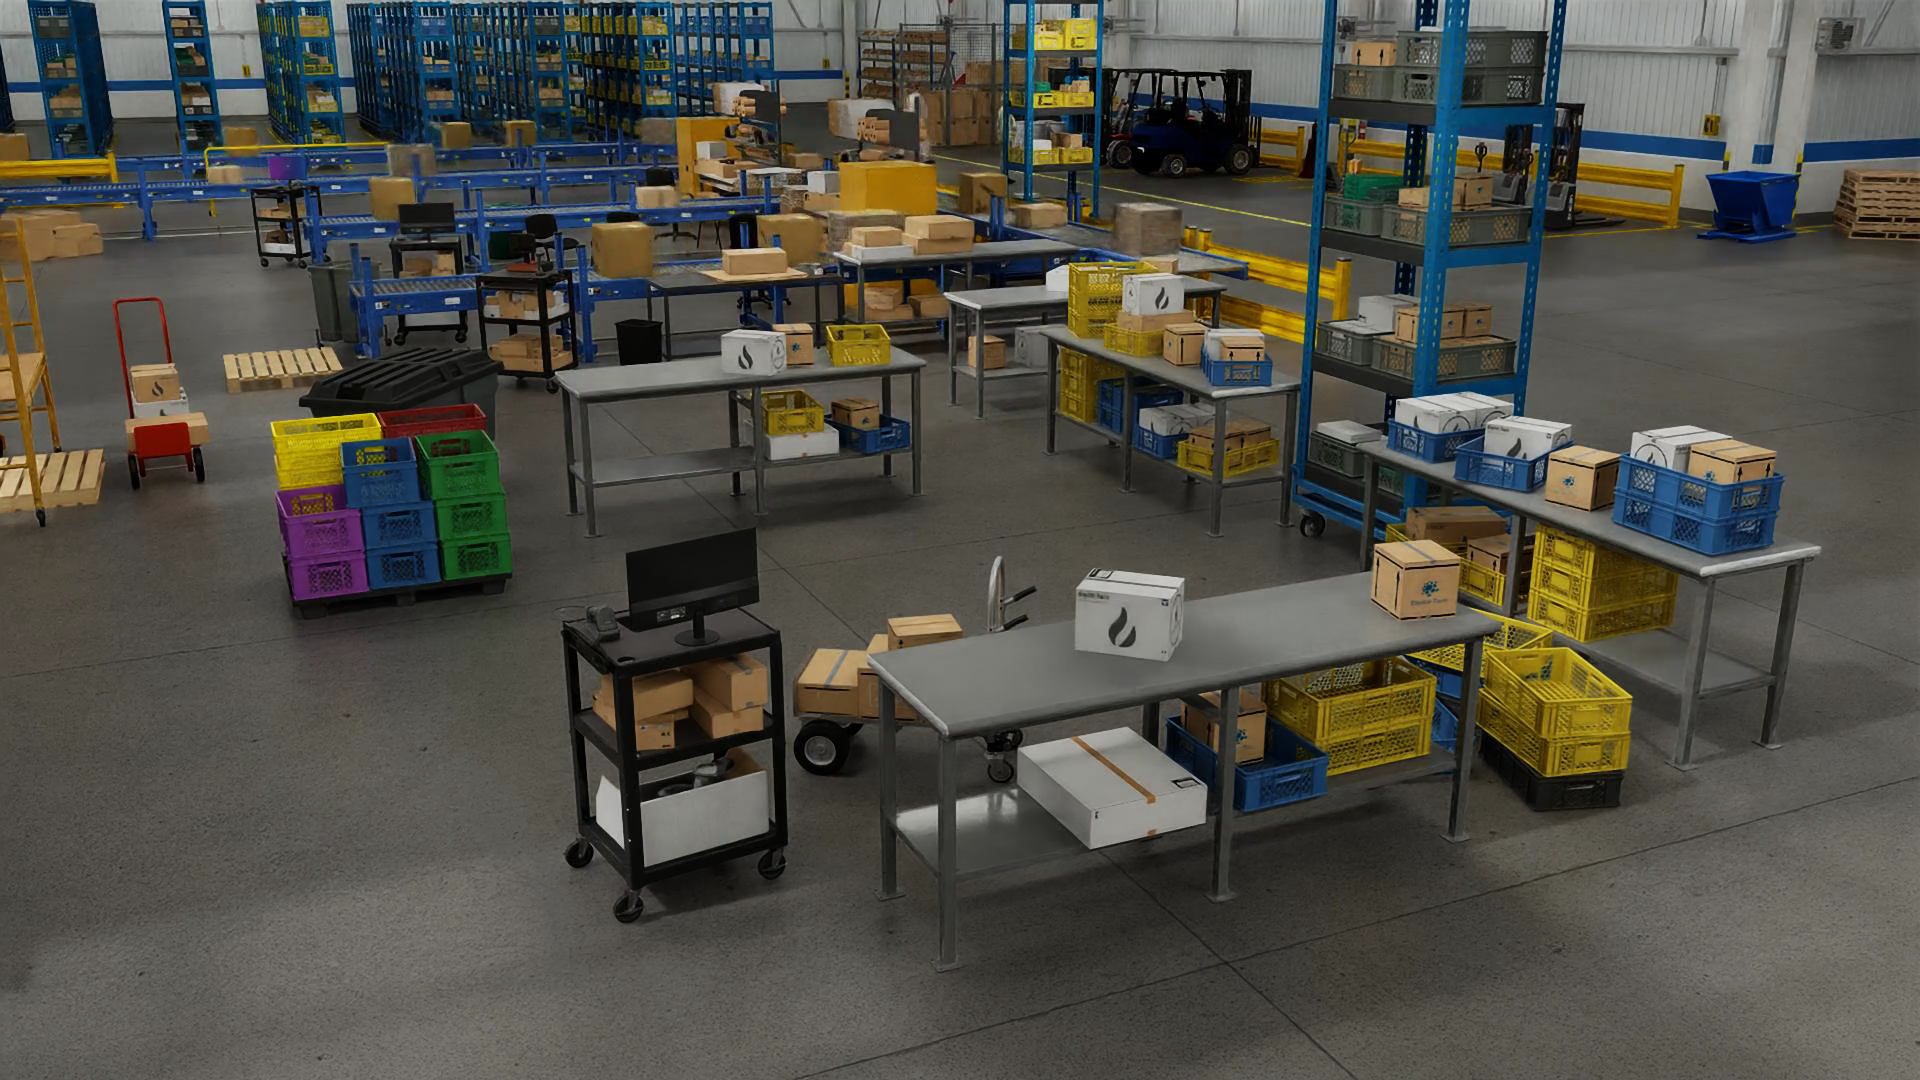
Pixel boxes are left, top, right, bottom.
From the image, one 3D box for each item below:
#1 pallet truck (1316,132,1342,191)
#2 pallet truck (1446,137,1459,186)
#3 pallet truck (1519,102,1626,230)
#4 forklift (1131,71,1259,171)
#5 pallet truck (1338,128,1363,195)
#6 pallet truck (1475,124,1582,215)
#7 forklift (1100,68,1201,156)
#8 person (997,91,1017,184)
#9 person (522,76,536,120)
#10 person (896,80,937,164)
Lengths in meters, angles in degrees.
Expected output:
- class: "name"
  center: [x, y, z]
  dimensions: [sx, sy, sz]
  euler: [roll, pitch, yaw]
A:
- class: "pallet truck"
  center: [7.723, -7.504, 32.656]
  dimensions: [1.601, 1.201, 0.680]
  euler: [-8, 19, -23]
- class: "pallet truck"
  center: [9.184, -6.485, 29.328]
  dimensions: [1.630, 1.274, 0.653]
  euler: [-8, 19, -23]
- class: "pallet truck"
  center: [9.972, -6.037, 26.785]
  dimensions: [1.885, 1.965, 0.823]
  euler: [-9, 20, -25]
- class: "forklift"
  center: [4.998, -8.936, 35.413]
  dimensions: [2.680, 1.987, 1.157]
  euler: [-9, 20, -25]
- class: "pallet truck"
  center: [7.845, -7.140, 31.411]
  dimensions: [1.522, 1.261, 0.704]
  euler: [-9, 20, -25]
- class: "pallet truck"
  center: [9.707, -6.455, 28.103]
  dimensions: [1.885, 1.965, 0.823]
  euler: [-7, 19, -20]
- class: "forklift"
  center: [4.082, -9.564, 37.410]
  dimensions: [2.680, 1.987, 1.157]
  euler: [-8, 19, -23]
- class: "person"
  center: [0.957, -8.137, 33.671]
  dimensions: [0.404, 1.828, 0.600]
  euler: [3, 18, 10]
- class: "person"
  center: [-11.774, -11.880, 45.471]
  dimensions: [0.566, 1.819, 0.597]
  euler: [-5, 18, -15]
- class: "person"
  center: [-1.003, -9.550, 38.055]
  dimensions: [0.880, 1.881, 0.645]
  euler: [-7, 19, -20]
